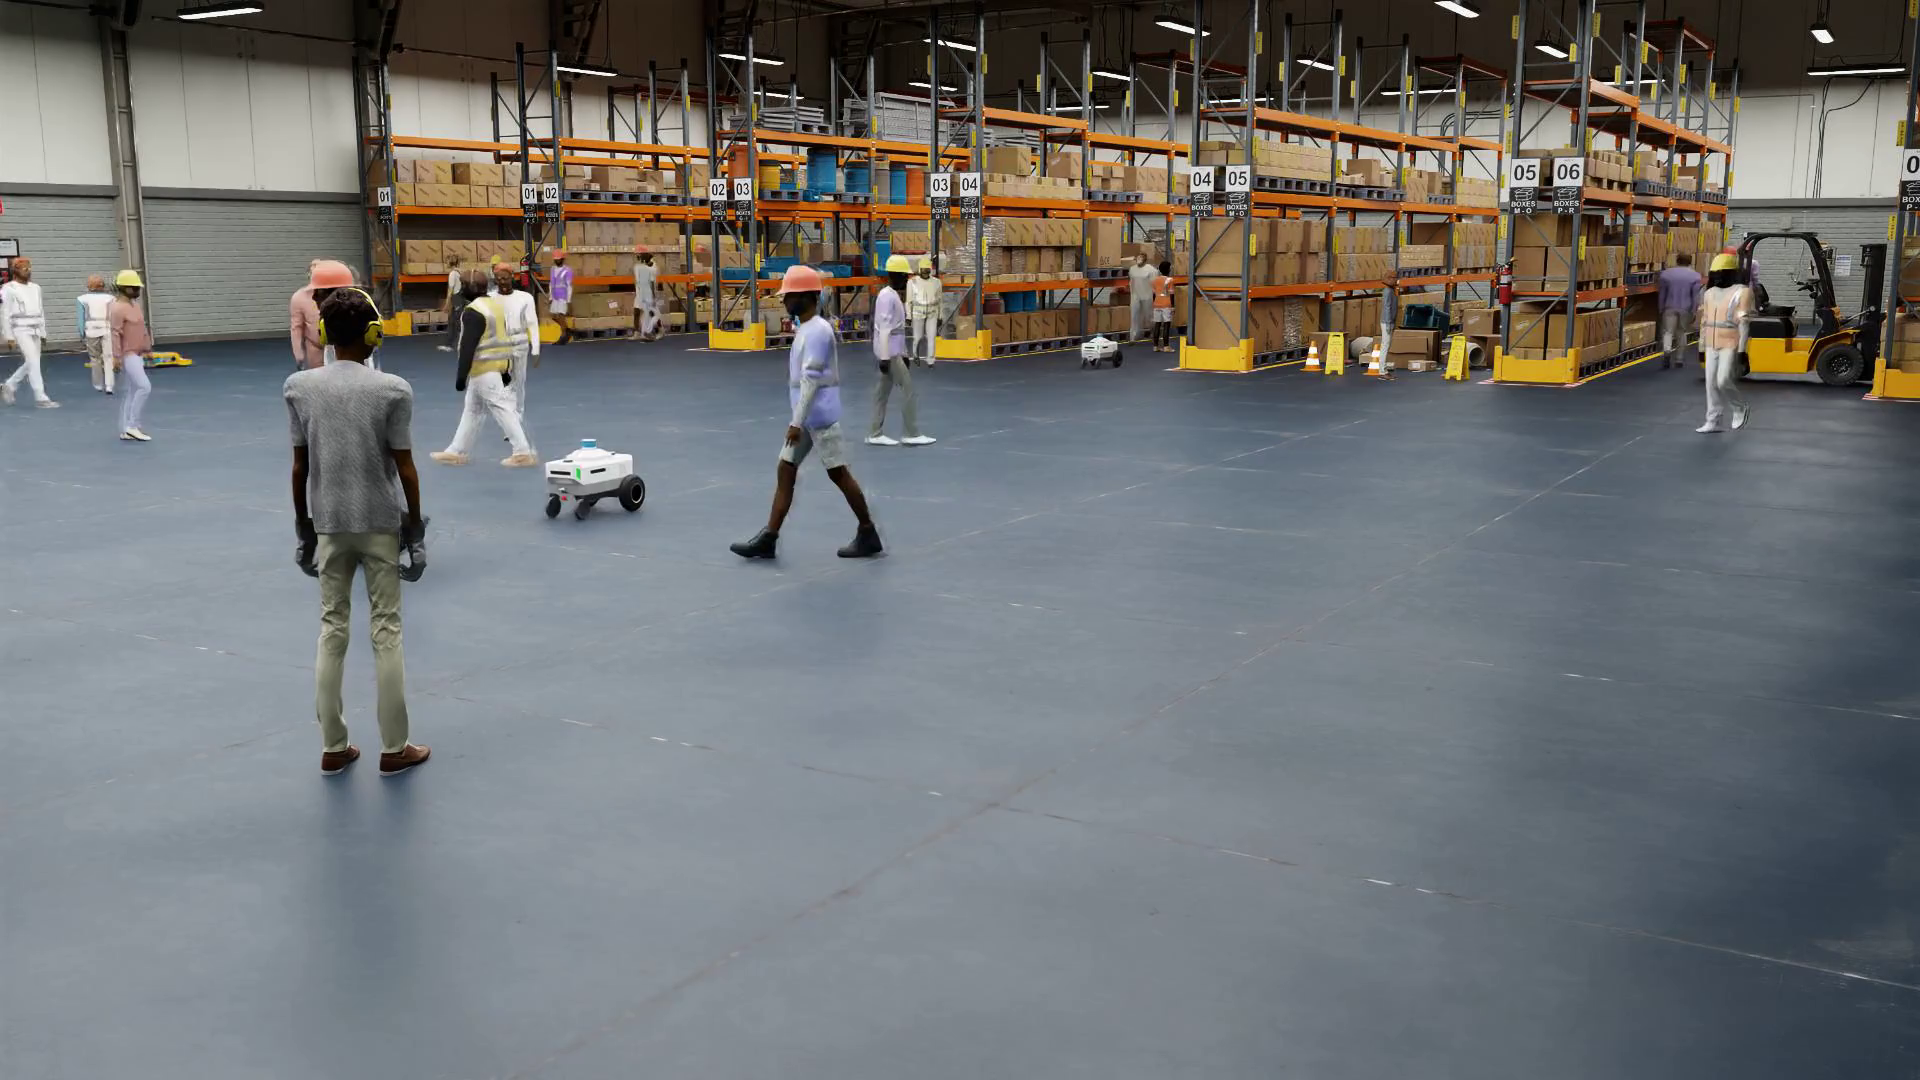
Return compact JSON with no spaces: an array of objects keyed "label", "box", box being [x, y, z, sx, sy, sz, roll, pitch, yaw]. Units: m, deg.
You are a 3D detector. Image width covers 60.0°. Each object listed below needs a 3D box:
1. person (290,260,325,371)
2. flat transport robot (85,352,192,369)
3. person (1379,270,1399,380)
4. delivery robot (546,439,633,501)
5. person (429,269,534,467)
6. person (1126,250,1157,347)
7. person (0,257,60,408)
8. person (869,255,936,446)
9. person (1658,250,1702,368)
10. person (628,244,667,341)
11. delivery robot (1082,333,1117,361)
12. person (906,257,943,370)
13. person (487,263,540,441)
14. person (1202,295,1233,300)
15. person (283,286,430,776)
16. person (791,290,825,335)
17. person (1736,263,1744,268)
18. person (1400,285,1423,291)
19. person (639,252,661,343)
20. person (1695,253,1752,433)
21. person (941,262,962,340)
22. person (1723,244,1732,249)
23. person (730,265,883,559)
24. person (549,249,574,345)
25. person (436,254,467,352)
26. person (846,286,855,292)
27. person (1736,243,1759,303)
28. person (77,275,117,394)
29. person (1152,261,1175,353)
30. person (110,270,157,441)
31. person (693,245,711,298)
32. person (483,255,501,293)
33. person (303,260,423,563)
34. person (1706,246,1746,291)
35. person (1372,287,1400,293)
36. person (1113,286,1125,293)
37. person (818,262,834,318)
[{"label":"person","box":[-6.476,-1.926,17.016,0.662,1.843,1.024,-3,11,-18]},{"label":"flat transport robot","box":[-13.369,-2.931,27.063,0.652,0.197,1.431,8,13,37]},{"label":"person","box":[6.396,-3.204,24.779,0.279,1.633,0.505,3,11,18]},{"label":"delivery robot","box":[-2.767,-0.511,12.434,0.477,0.478,0.707,5,12,25]},{"label":"person","box":[-4.332,-1.536,15.008,0.987,1.786,0.638,0,10,0]},{"label":"person","box":[3.651,-4.777,32.874,0.642,1.903,0.985,7,12,35]},{"label":"person","box":[-11.552,-2.548,20.488,0.826,1.860,0.583,2,10,12]},{"label":"person","box":[-0.554,-1.874,16.564,0.806,1.897,0.621,0,10,0]},{"label":"person","box":[11.579,-3.705,26.805,0.633,1.917,0.781,5,11,26]},{"label":"person","box":[-6.524,-5.140,34.601,0.610,2.008,0.967,6,12,31]},{"label":"delivery robot","box":[2.267,-3.113,27.026,0.477,0.478,0.707,6,12,32]},{"label":"person","box":[-0.575,-3.636,26.719,0.600,1.814,0.673,-2,10,-9]},{"label":"person","box":[-4.700,-1.975,17.392,0.591,1.829,1.051,-3,11,-17]},{"label":"person","box":[4.813,-4.541,31.429,0.864,1.924,0.619,-5,11,-28]},{"label":"person","box":[-2.289,-0.023,6.330,0.515,1.865,0.313,0,10,1]},{"label":"person","box":[-2.308,-3.273,25.083,0.541,1.670,0.825,-3,10,-14]},{"label":"person","box":[15.535,-4.911,33.662,0.683,1.864,0.920,6,12,31]},{"label":"person","box":[11.053,-6.123,40.607,0.543,1.821,0.603,-10,14,-43]},{"label":"person","box":[-6.347,-4.935,33.897,0.566,1.842,0.443,10,14,43]},{"label":"person","box":[8.133,-2.081,17.696,0.495,1.912,0.603,-4,11,-23]},{"label":"person","box":[-0.145,-4.482,31.727,0.497,1.709,0.867,5,11,28]},{"label":"person","box":[17.484,-5.814,38.256,0.709,2.000,0.745,-8,13,-37]},{"label":"person","box":[-0.946,-0.799,10.609,0.992,1.888,0.557,-3,11,-18]},{"label":"person","box":[-7.915,-4.824,33.061,0.570,1.914,0.511,7,12,33]},{"label":"person","box":[-9.371,-4.348,30.655,0.872,1.813,0.505,-1,10,-3]},{"label":"person","box":[-3.144,-6.964,45.127,0.596,1.899,0.735,6,12,30]},{"label":"person","box":[16.437,-5.230,34.986,0.609,2.040,0.395,6,12,32]},{"label":"person","box":[-11.605,-2.771,22.467,0.538,1.588,0.878,-6,12,-29]},{"label":"person","box":[3.774,-4.304,30.756,0.315,1.696,0.541,-8,13,-38]},{"label":"person","box":[-8.427,-1.874,17.016,0.478,1.753,0.527,-1,10,-6]},{"label":"person","box":[-6.518,-6.472,42.108,0.630,1.977,0.714,9,13,40]},{"label":"person","box":[-9.643,-5.003,34.497,0.614,1.773,0.991,0,10,0]},{"label":"person","box":[-3.768,-0.782,10.416,0.557,1.919,0.562,-3,11,-18]},{"label":"person","box":[12.783,-3.910,27.773,0.630,1.974,0.553,6,12,31]},{"label":"person","box":[9.828,-5.721,38.347,0.637,1.820,0.634,6,12,29]},{"label":"person","box":[4.274,-6.573,43.348,0.530,1.748,0.534,5,11,27]},{"label":"person","box":[-3.056,-5.428,37.294,0.524,1.605,0.754,6,12,32]}]
